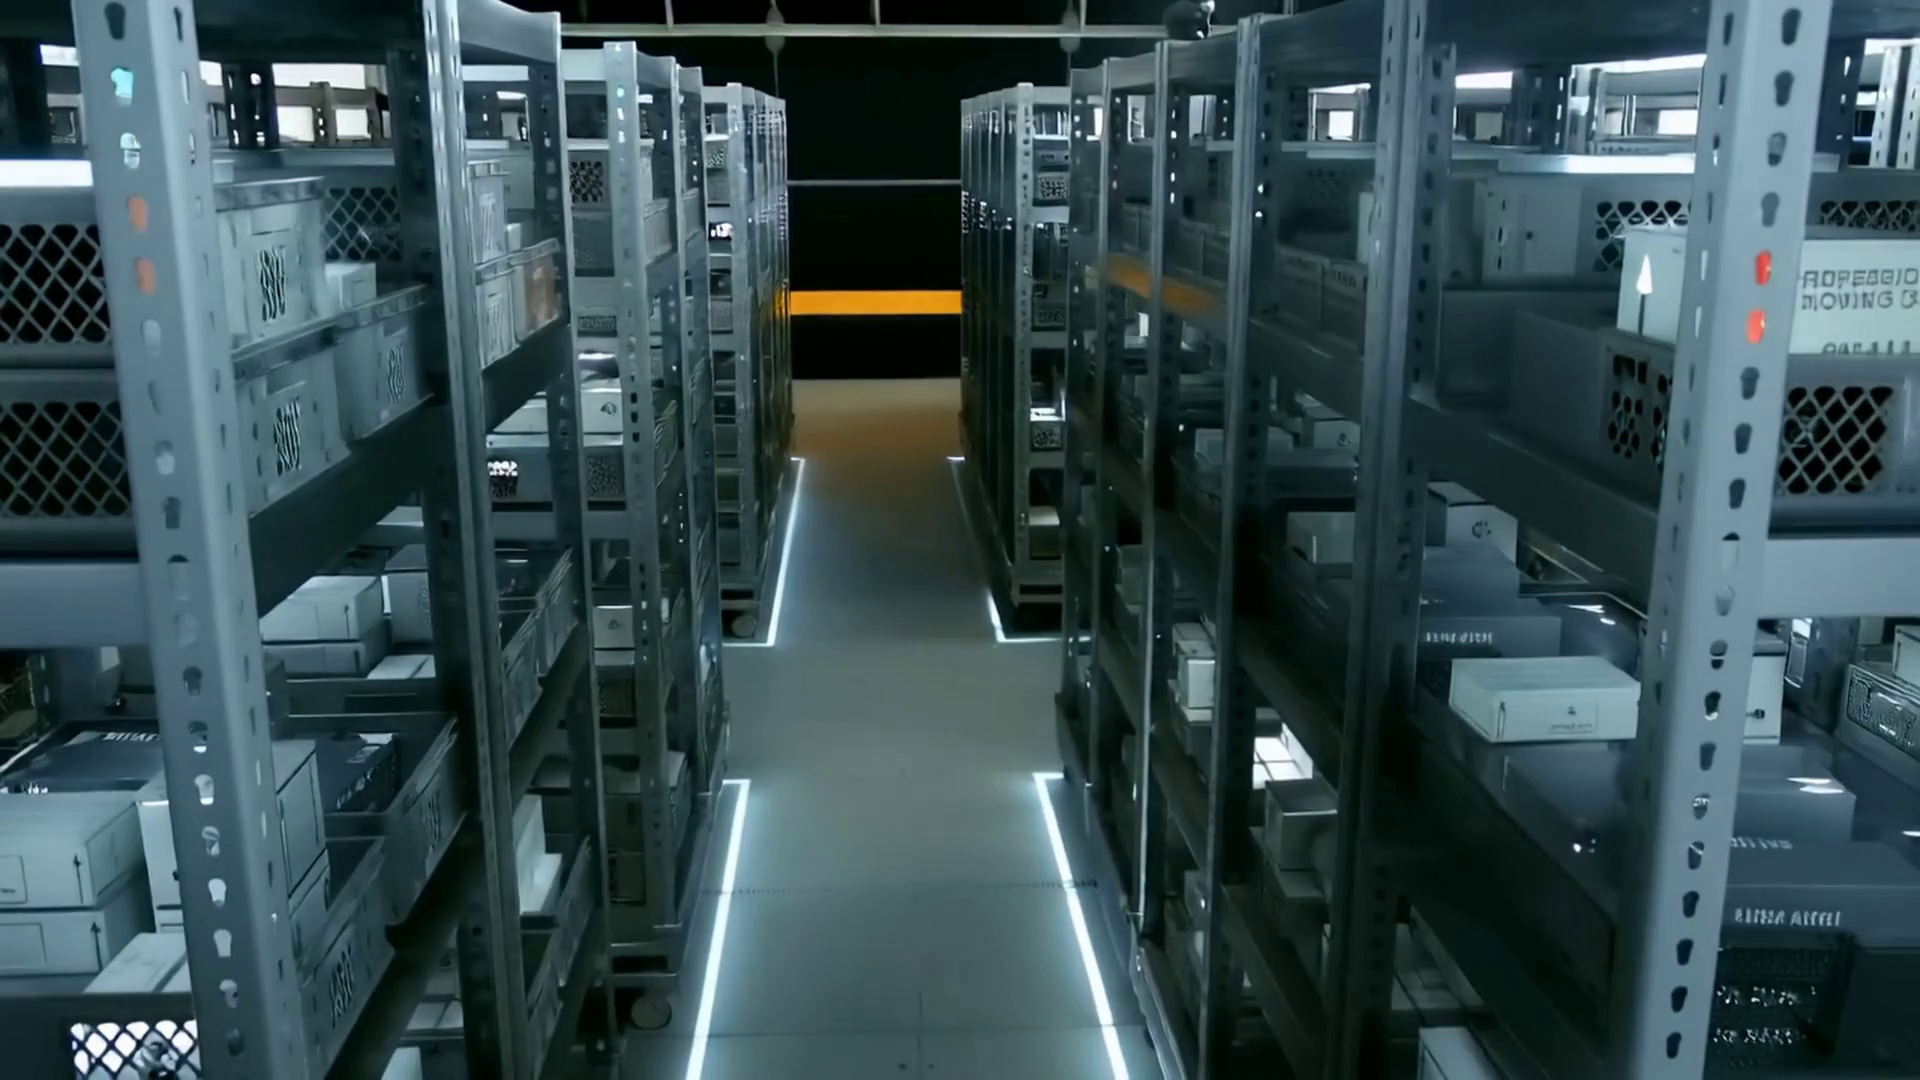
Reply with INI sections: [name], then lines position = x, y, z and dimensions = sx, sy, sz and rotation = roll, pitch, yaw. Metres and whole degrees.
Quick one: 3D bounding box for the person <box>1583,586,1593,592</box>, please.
[person]
position = 4.525, -0.407, 11.612
dimensions = 0.404, 1.834, 0.591
rotation = -1, 14, -6
